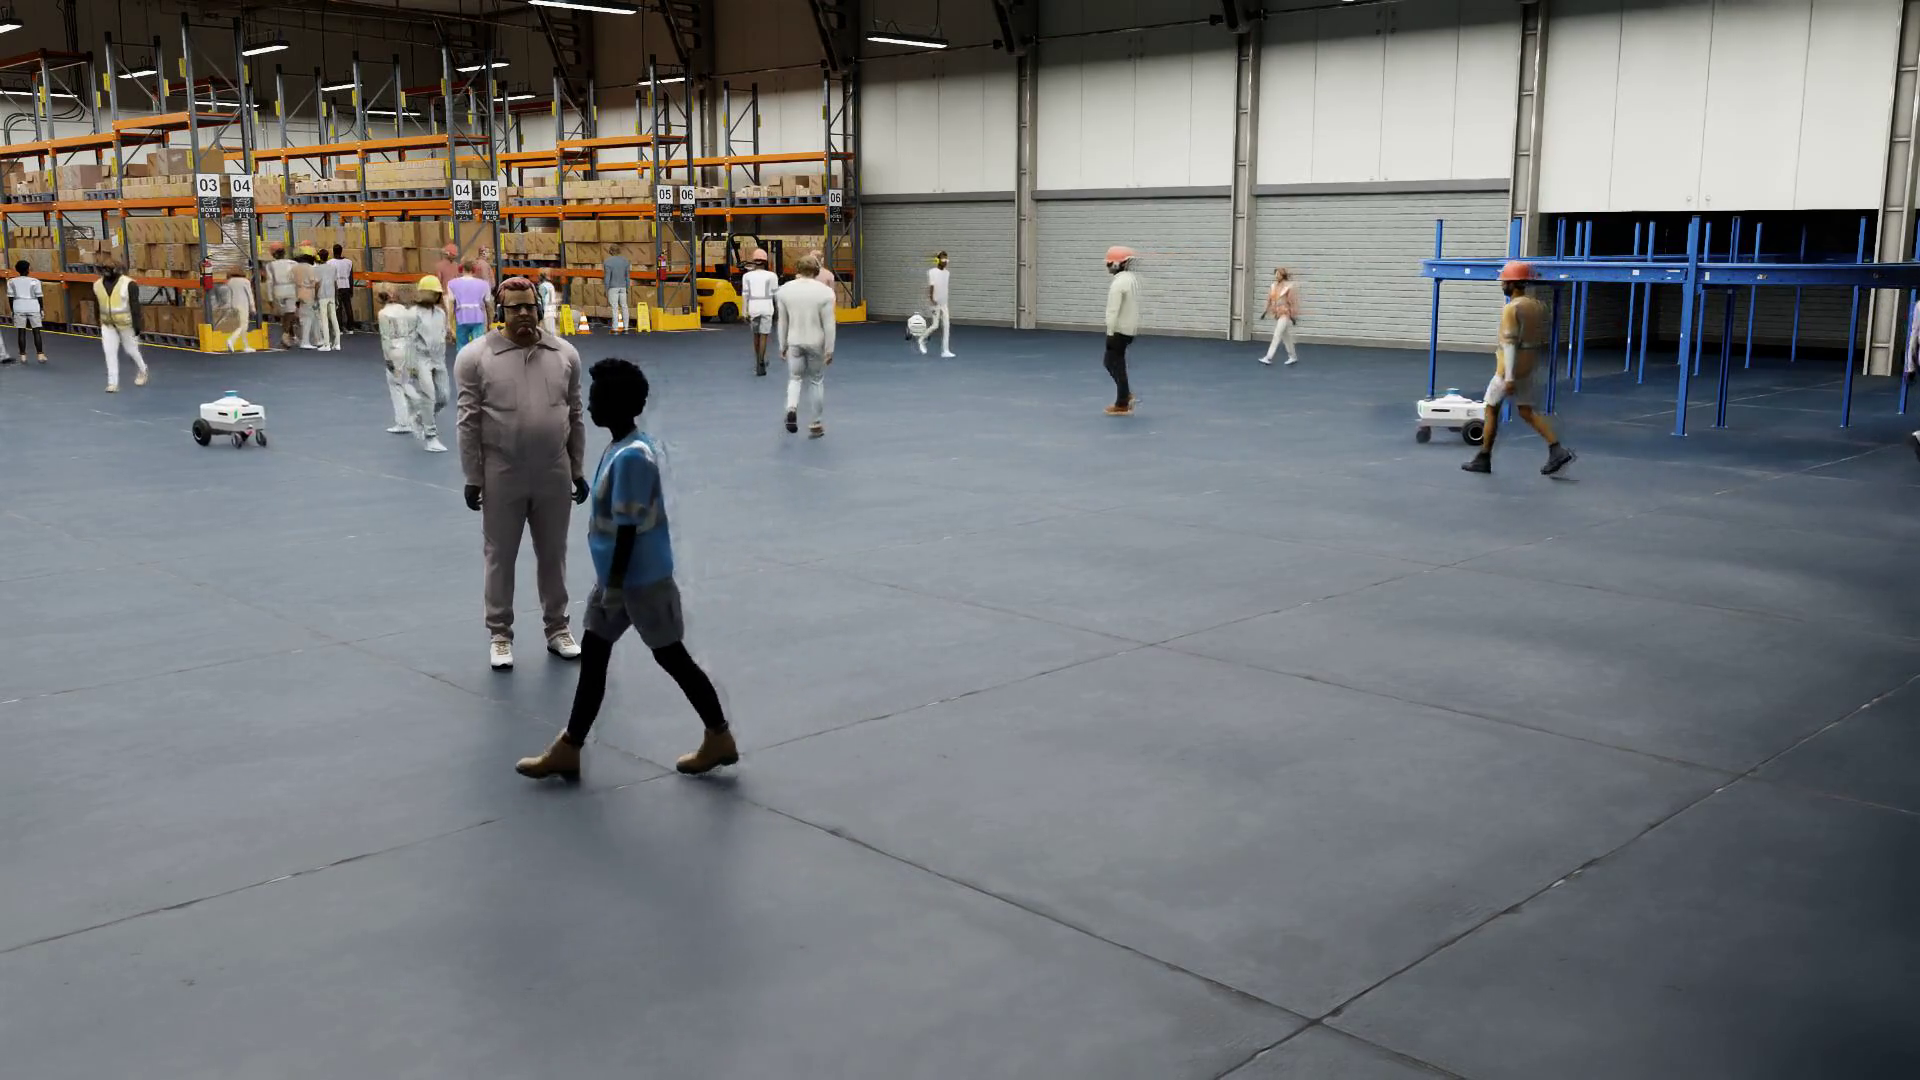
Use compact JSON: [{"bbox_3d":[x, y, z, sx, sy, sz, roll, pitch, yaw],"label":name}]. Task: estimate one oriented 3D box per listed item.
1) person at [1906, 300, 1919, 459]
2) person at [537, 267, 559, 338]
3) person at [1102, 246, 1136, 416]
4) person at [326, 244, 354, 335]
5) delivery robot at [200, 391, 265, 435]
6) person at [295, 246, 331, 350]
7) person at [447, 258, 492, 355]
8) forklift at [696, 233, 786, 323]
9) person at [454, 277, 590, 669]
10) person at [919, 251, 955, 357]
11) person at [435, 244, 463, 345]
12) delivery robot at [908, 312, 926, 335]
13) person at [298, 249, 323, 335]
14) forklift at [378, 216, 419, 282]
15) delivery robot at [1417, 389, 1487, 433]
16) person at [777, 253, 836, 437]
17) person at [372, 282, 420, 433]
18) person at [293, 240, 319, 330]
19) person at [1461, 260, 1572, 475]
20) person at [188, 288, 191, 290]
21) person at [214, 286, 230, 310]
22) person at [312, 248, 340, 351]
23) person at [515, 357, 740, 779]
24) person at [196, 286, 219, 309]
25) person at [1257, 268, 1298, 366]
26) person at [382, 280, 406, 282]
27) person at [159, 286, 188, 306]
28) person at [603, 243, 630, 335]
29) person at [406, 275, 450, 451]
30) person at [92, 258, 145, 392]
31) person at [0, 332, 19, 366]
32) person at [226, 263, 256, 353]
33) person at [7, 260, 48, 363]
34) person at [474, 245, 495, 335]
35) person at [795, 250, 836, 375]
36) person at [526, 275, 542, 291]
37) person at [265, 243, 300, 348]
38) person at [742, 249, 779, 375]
[{"bbox_3d":[8.940,-1.614,15.192,0.591,1.900,0.607,-5,12,-25],"label":"person"},{"bbox_3d":[-6.645,-3.617,26.939,0.810,1.606,0.514,-1,10,-4],"label":"person"},{"bbox_3d":[1.853,-2.463,19.619,0.439,1.978,0.654,4,11,19],"label":"person"},{"bbox_3d":[-13.251,-5.360,35.590,0.393,1.920,0.591,9,14,41],"label":"person"},{"bbox_3d":[-7.385,-1.272,16.877,0.707,0.478,0.477,8,13,37],"label":"delivery robot"},{"bbox_3d":[-12.047,-4.522,31.069,0.603,1.895,0.832,9,13,39],"label":"person"},{"bbox_3d":[-6.700,-2.940,22.712,0.596,1.793,0.951,-5,12,-26],"label":"person"},{"bbox_3d":[-5.496,-6.489,41.108,2.313,2.155,1.214,-10,14,-44],"label":"forklift"},{"bbox_3d":[-2.142,-0.335,8.220,0.648,1.907,0.409,-7,12,-32],"label":"person"},{"bbox_3d":[-0.410,-4.131,29.125,0.521,1.840,0.710,-9,14,-41],"label":"person"},{"bbox_3d":[-10.039,-4.827,32.642,0.939,1.946,0.607,6,12,31],"label":"person"},{"bbox_3d":[-0.880,-4.428,34.087,0.477,0.478,0.707,-1,10,-3],"label":"delivery robot"},{"bbox_3d":[-13.717,-5.223,35.074,0.977,1.842,0.589,6,12,30],"label":"person"},{"bbox_3d":[-17.868,-9.201,54.028,1.873,2.768,1.129,-10,14,-44],"label":"forklift"},{"bbox_3d":[5.075,-1.316,17.120,0.707,0.478,0.477,3,11,16],"label":"delivery robot"},{"bbox_3d":[-1.611,-2.024,17.370,0.638,1.926,0.606,2,11,10],"label":"person"},{"bbox_3d":[-5.981,-1.950,17.807,0.480,1.612,0.538,2,11,9],"label":"person"},{"bbox_3d":[-14.631,-5.712,37.307,0.614,1.990,0.392,-9,14,-41],"label":"person"},{"bbox_3d":[4.971,-1.521,14.721,0.555,1.910,0.939,-10,14,-43],"label":"person"},{"bbox_3d":[-21.424,-7.198,45.613,0.561,1.912,0.785,9,14,40],"label":"person"},{"bbox_3d":[-16.272,-5.564,36.624,0.615,1.945,0.404,3,11,16],"label":"person"},{"bbox_3d":[-11.668,-4.418,30.580,0.328,1.873,0.521,7,13,35],"label":"person"},{"bbox_3d":[-1.269,0.122,6.426,0.866,1.651,0.545,-3,11,-18],"label":"person"},{"bbox_3d":[-16.157,-5.244,35.795,0.601,1.609,0.515,6,12,29],"label":"person"},{"bbox_3d":[5.221,-3.636,27.093,0.904,1.582,0.501,-5,12,-25],"label":"person"},{"bbox_3d":[-13.663,-6.171,40.246,0.521,1.829,0.652,10,14,43],"label":"person"},{"bbox_3d":[-17.492,-5.650,36.924,0.611,2.021,0.838,-10,14,-43],"label":"person"},{"bbox_3d":[-7.313,-5.338,35.431,0.627,1.934,0.371,-10,14,-42],"label":"person"},{"bbox_3d":[-5.295,-1.751,16.449,0.528,1.726,0.487,6,12,30],"label":"person"},{"bbox_3d":[-11.506,-2.960,22.814,0.640,1.816,0.735,-1,10,-4],"label":"person"},{"bbox_3d":[-15.887,-3.717,27.090,0.926,1.766,0.602,2,11,9],"label":"person"},{"bbox_3d":[-12.983,-4.164,29.904,0.505,1.608,0.686,5,12,26],"label":"person"},{"bbox_3d":[-15.589,-3.819,27.790,0.535,1.695,0.319,-3,11,-16],"label":"person"},{"bbox_3d":[-9.502,-4.935,33.305,0.399,1.910,0.643,-6,12,-30],"label":"person"},{"bbox_3d":[-2.192,-3.451,25.271,0.651,1.893,0.475,3,11,15],"label":"person"},{"bbox_3d":[-11.517,-6.967,44.958,0.541,1.696,0.315,-10,14,-43],"label":"person"},{"bbox_3d":[-12.782,-4.627,31.466,0.645,1.971,1.057,-1,10,-4],"label":"person"},{"bbox_3d":[-3.014,-3.497,25.506,0.553,1.888,0.983,2,11,11],"label":"person"}]
